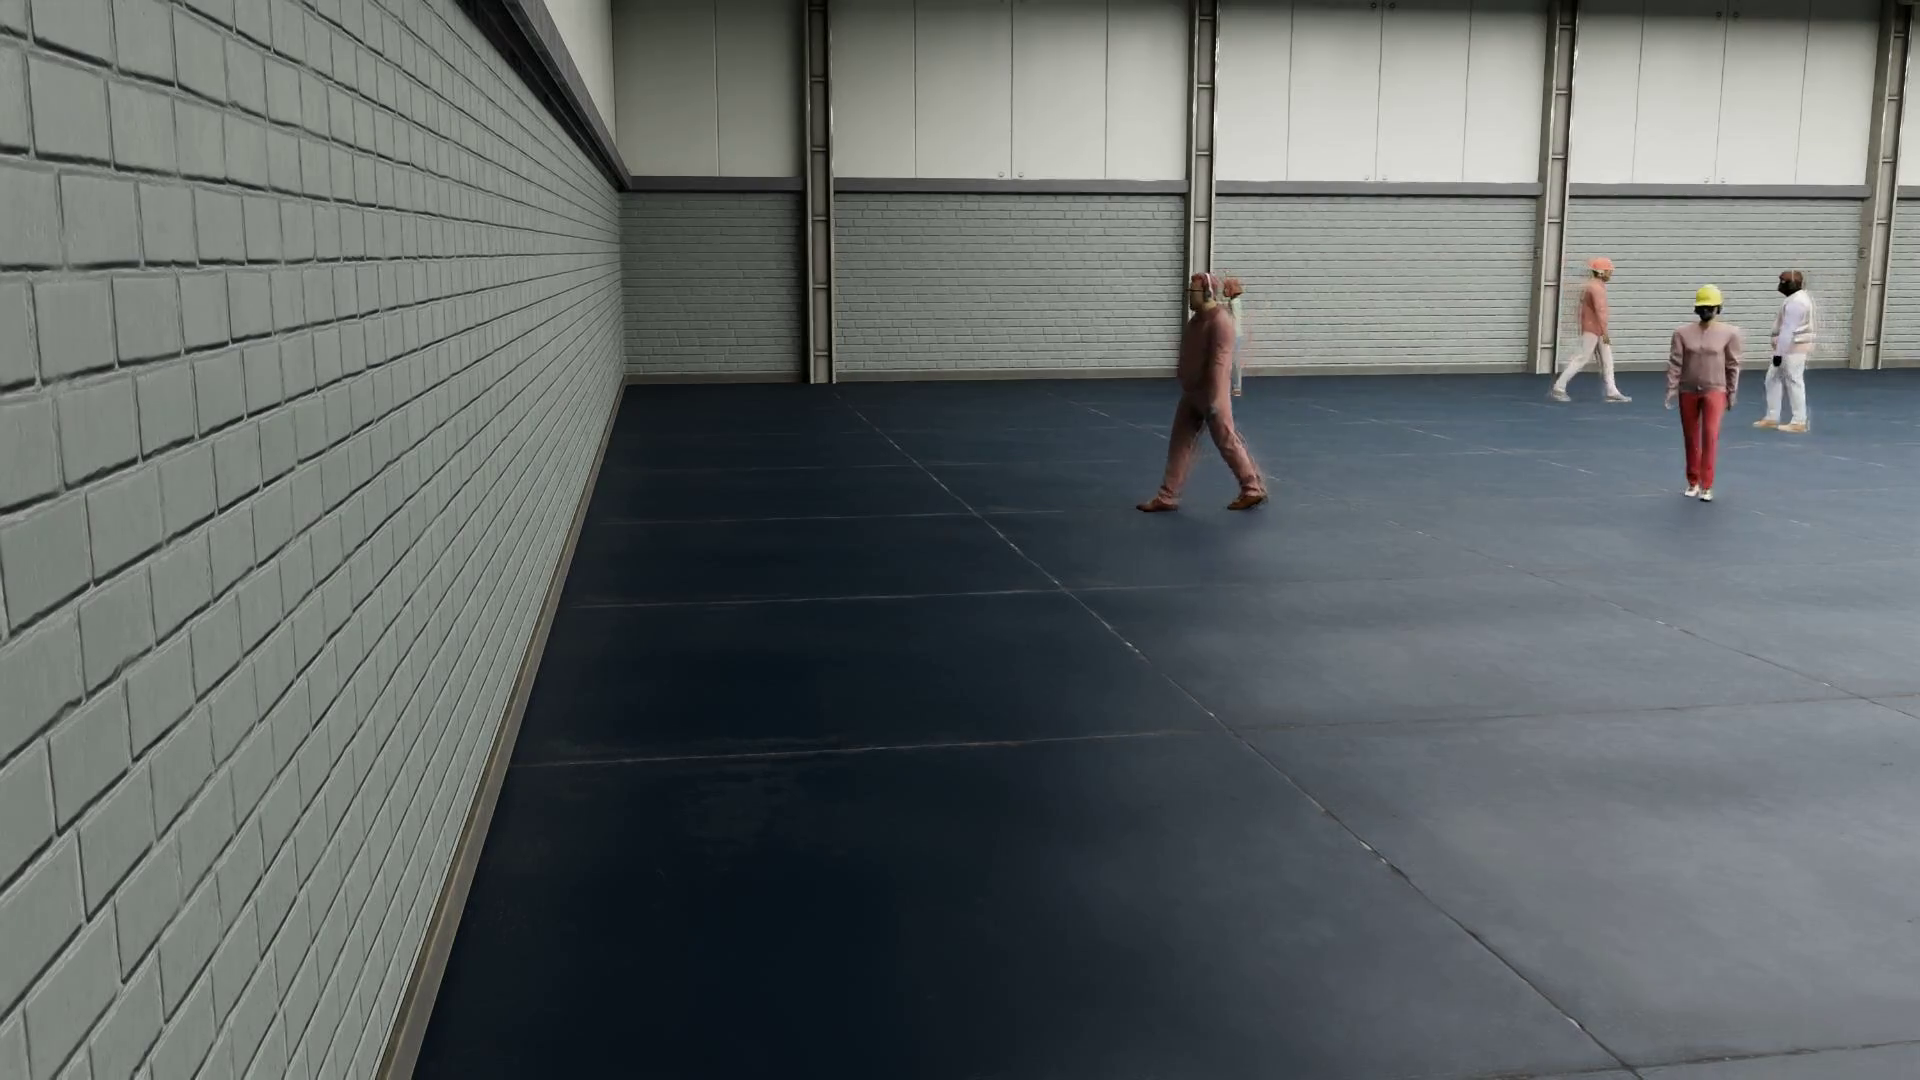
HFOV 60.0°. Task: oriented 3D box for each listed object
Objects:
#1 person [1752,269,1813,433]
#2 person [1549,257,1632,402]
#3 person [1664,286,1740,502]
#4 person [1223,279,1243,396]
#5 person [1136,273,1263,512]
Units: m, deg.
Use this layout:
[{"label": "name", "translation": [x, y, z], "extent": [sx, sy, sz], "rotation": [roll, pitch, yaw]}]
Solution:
[{"label": "person", "translation": [9.222, -2.114, 18.653], "extent": [0.703, 1.813, 0.654], "rotation": [5, 11, 28]}, {"label": "person", "translation": [8.468, -2.806, 22.295], "extent": [1.028, 1.950, 0.614], "rotation": [4, 11, 24]}, {"label": "person", "translation": [6.007, -1.181, 13.513], "extent": [0.525, 1.737, 0.786], "rotation": [7, 12, 34]}, {"label": "person", "translation": [3.819, -2.833, 23.324], "extent": [0.281, 1.631, 0.507], "rotation": [2, 10, 11]}, {"label": "person", "translation": [1.914, -1.130, 12.885], "extent": [1.019, 1.862, 0.656], "rotation": [-3, 10, -17]}]
